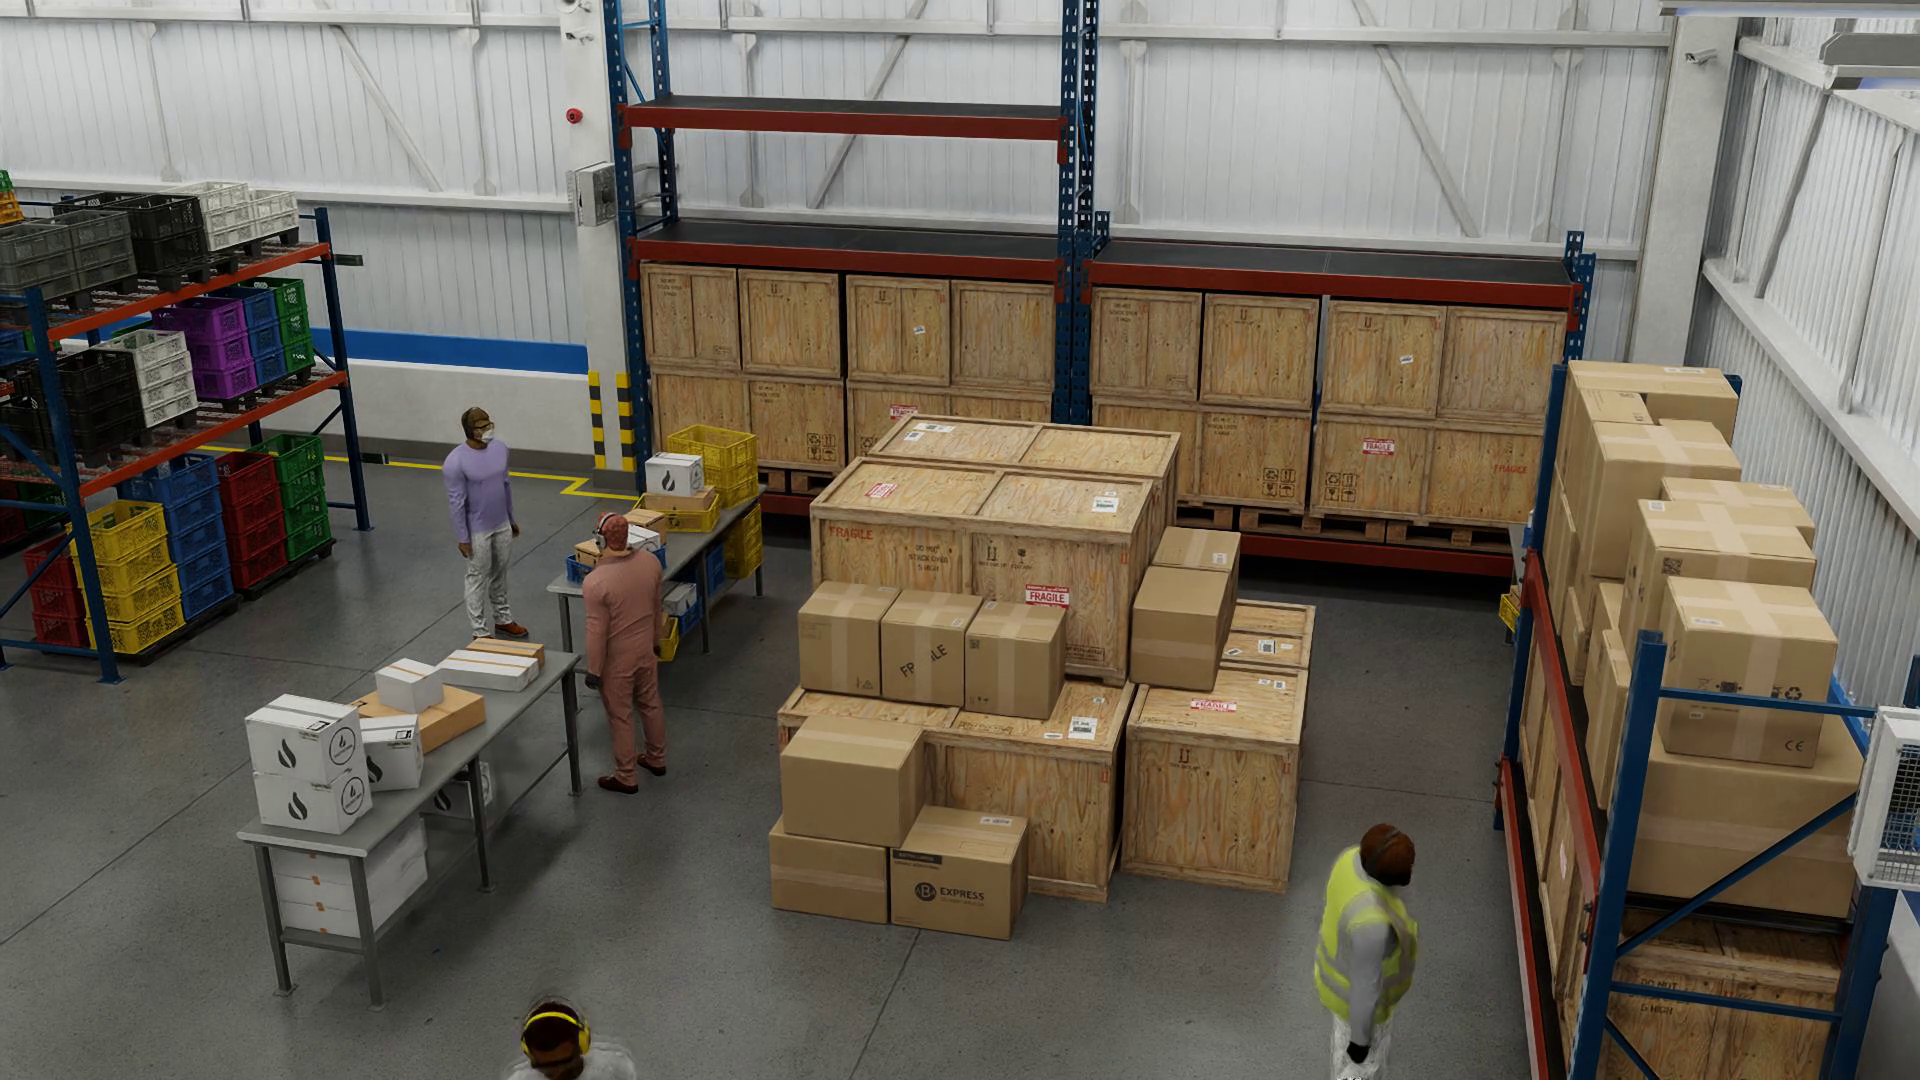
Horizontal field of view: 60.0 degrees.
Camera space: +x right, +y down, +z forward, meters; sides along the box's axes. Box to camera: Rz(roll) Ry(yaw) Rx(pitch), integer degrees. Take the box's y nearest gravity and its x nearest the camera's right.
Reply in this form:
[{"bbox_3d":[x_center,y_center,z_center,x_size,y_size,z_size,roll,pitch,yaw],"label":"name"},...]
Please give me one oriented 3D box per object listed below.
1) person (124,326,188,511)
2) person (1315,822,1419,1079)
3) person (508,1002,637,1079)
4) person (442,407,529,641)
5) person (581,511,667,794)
[{"bbox_3d":[-7.650,-1.128,15.781,0.581,1.826,0.978,4,21,11],"label":"person"},{"bbox_3d":[1.807,2.042,7.548,0.500,1.827,0.669,0,21,0],"label":"person"},{"bbox_3d":[-1.429,2.488,6.376,0.545,1.819,0.996,-9,23,-23],"label":"person"},{"bbox_3d":[-3.685,-0.098,12.945,0.371,1.940,0.630,11,23,26],"label":"person"},{"bbox_3d":[-2.208,0.722,10.845,0.401,1.906,0.650,14,25,32],"label":"person"}]
